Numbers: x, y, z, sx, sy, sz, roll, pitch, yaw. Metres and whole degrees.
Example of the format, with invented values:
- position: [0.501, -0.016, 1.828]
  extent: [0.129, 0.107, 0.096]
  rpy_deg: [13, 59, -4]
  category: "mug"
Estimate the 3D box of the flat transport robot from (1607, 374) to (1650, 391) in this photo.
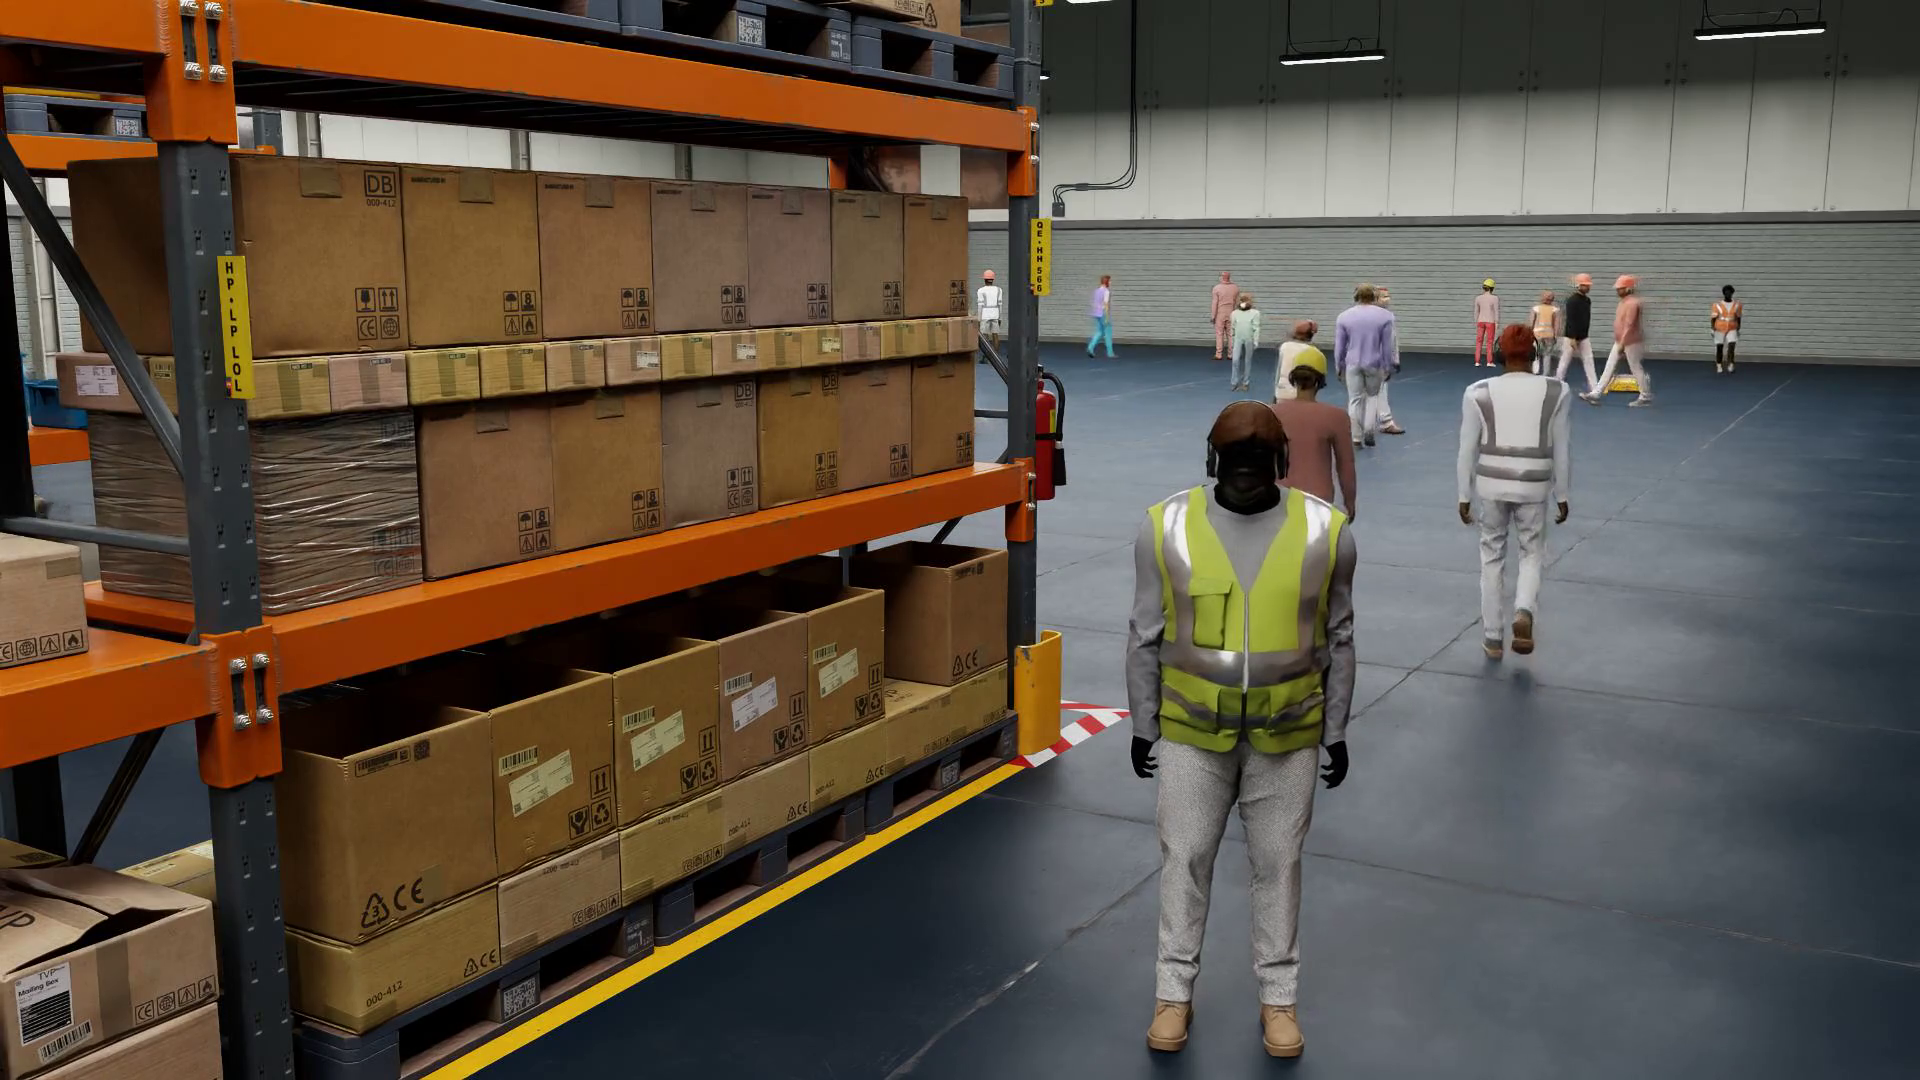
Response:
- position: [11.134, -2.626, 27.688]
  extent: [0.652, 0.197, 1.431]
  rpy_deg: [4, 10, 22]
  category: "flat transport robot"

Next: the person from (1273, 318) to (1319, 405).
- position: [3.298, -1.415, 16.675]
  extent: [0.570, 1.609, 0.536]
  rpy_deg: [-7, 12, -34]
  category: "person"

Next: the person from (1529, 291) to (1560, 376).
- position: [10.412, -3.632, 29.669]
  extent: [0.519, 1.609, 0.788]
  rpy_deg: [4, 10, 21]
  category: "person"

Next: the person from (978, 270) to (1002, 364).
- position: [0.607, -4.611, 34.426]
  extent: [0.545, 1.942, 0.350]
  rpy_deg: [-4, 10, -21]
  category: "person"

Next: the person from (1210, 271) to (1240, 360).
- position: [5.664, -4.809, 35.689]
  extent: [0.655, 1.905, 0.407]
  rpy_deg: [-3, 10, -19]
  category: "person"

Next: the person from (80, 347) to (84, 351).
- position: [-6.917, -1.061, 13.811]
  extent: [0.494, 1.887, 0.706]
  rpy_deg: [8, 13, 41]
  category: "person"

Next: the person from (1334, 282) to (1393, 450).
- position: [4.651, -2.007, 19.220]
  extent: [0.654, 1.925, 0.515]
  rpy_deg: [2, 10, 12]
  category: "person"

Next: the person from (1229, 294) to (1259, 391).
- position: [4.666, -3.240, 27.400]
  extent: [0.505, 1.602, 0.743]
  rpy_deg: [4, 10, 21]
  category: "person"

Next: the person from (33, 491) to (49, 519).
- position: [-7.653, -0.857, 13.225]
  extent: [0.474, 1.680, 0.533]
  rpy_deg: [3, 10, 16]
  category: "person"

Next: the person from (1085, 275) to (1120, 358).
- position: [3.116, -4.858, 36.218]
  extent: [0.720, 1.826, 0.574]
  rpy_deg: [-3, 10, -18]
  category: "person"

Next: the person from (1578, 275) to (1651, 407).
- position: [9.782, -2.926, 24.587]
  extent: [1.053, 1.930, 0.618]
  rpy_deg: [0, 10, -2]
  category: "person"

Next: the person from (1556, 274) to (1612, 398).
- position: [9.769, -3.189, 26.086]
  extent: [0.642, 1.938, 1.018]
  rpy_deg: [-6, 12, -34]
  category: "person"

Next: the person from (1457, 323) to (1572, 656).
- position: [3.033, -0.254, 9.133]
  extent: [0.601, 1.866, 0.499]
  rpy_deg: [3, 10, 16]
  category: "person"

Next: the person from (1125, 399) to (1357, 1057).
- position: [0.777, 0.528, 4.637]
  extent: [0.636, 1.840, 0.429]
  rpy_deg: [1, 10, 7]
  category: "person"

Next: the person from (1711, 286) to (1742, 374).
- position: [14.486, -3.964, 31.450]
  extent: [0.553, 1.651, 0.848]
  rpy_deg: [3, 10, 17]
  category: "person"

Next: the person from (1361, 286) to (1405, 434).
- position: [5.287, -2.293, 21.114]
  extent: [0.661, 1.862, 0.985]
  rpy_deg: [-8, 12, -38]
  category: "person"

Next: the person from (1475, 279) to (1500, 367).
- position: [10.585, -4.349, 33.408]
  extent: [0.524, 1.769, 0.308]
  rpy_deg: [9, 13, 43]
  category: "person"

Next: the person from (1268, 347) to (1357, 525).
- position: [1.968, -0.237, 9.471]
  extent: [0.547, 1.713, 0.927]
  rpy_deg: [4, 11, 23]
  category: "person"
